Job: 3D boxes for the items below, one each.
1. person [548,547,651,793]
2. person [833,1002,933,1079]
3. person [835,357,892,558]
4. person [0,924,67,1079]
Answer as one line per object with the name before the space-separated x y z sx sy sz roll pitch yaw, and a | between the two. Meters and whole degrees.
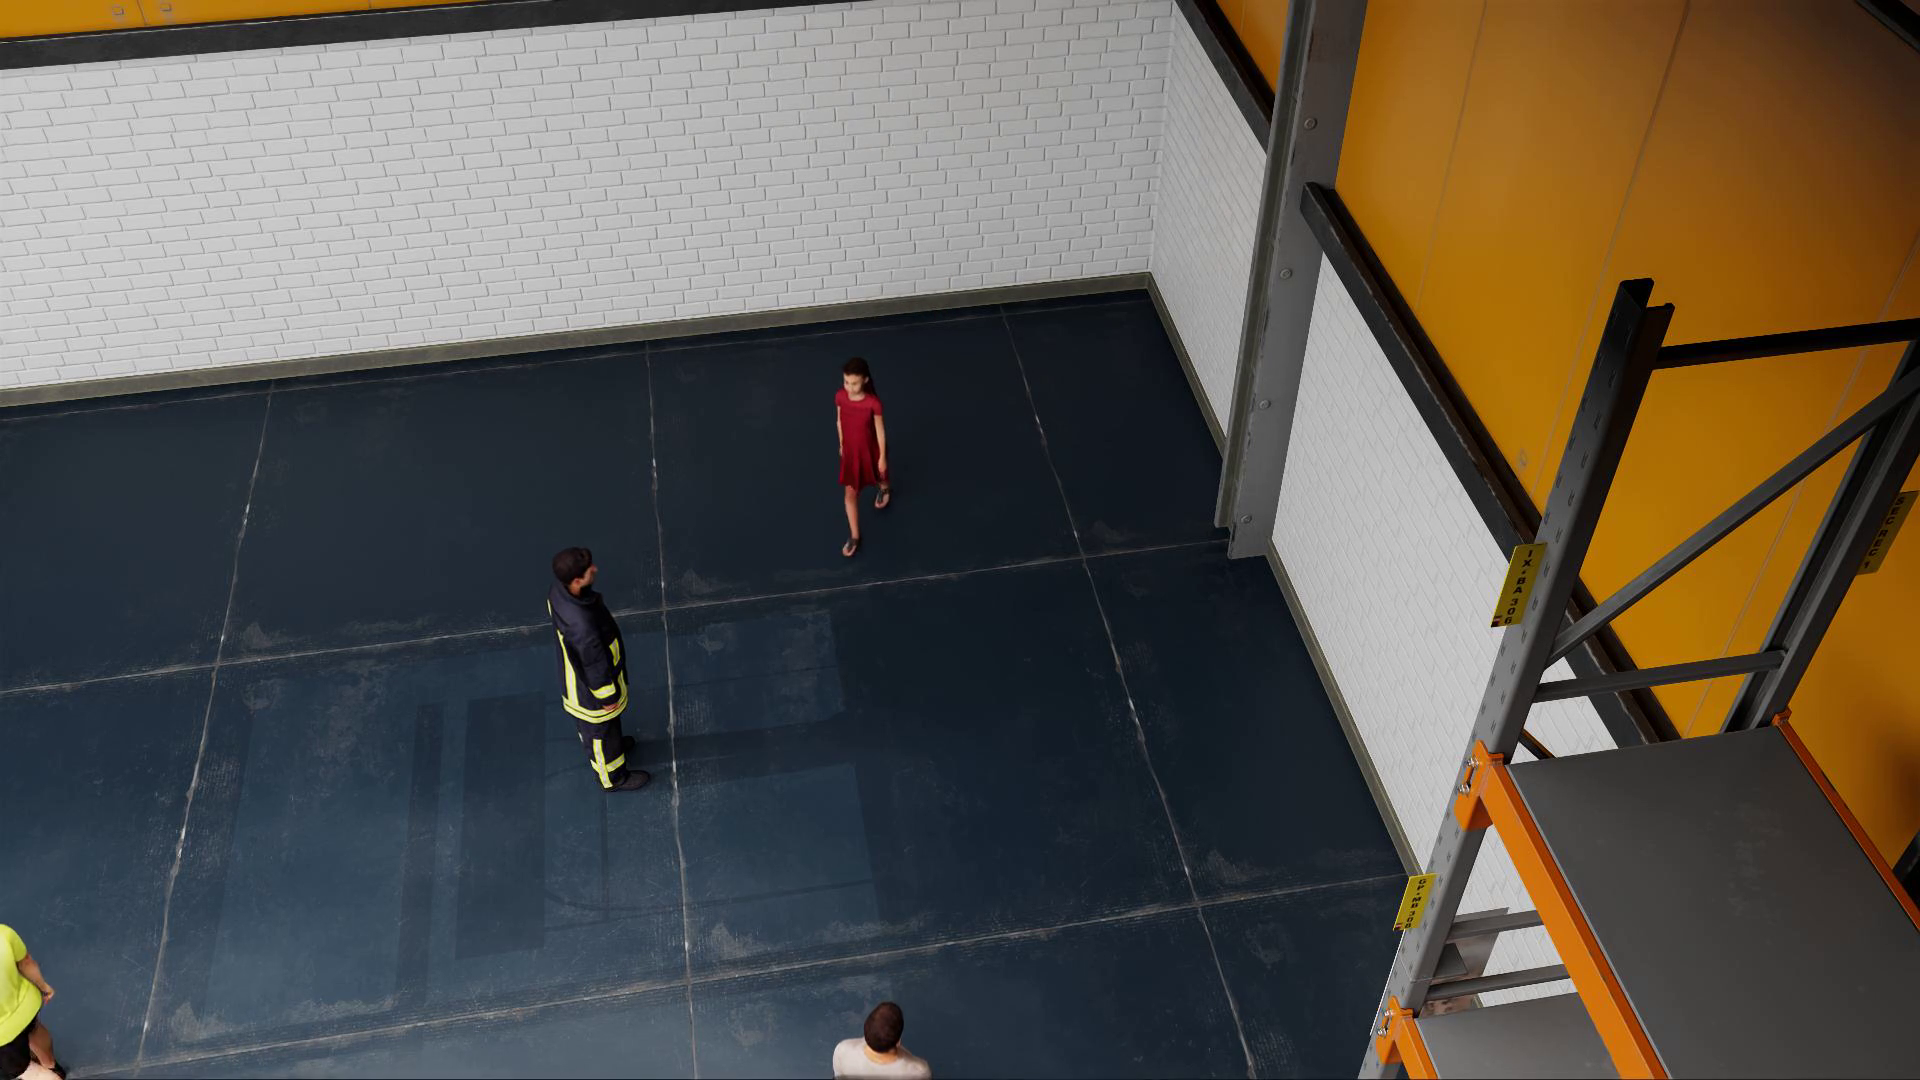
person | -2.206 0.766 9.912 0.913 1.926 0.703 -17 46 -17
person | -0.347 2.750 7.873 0.734 1.866 0.698 9 44 9
person | -0.654 -0.685 11.724 0.844 1.528 1.092 11 45 11
person | -4.762 2.404 8.368 1.010 1.685 1.047 16 46 16
